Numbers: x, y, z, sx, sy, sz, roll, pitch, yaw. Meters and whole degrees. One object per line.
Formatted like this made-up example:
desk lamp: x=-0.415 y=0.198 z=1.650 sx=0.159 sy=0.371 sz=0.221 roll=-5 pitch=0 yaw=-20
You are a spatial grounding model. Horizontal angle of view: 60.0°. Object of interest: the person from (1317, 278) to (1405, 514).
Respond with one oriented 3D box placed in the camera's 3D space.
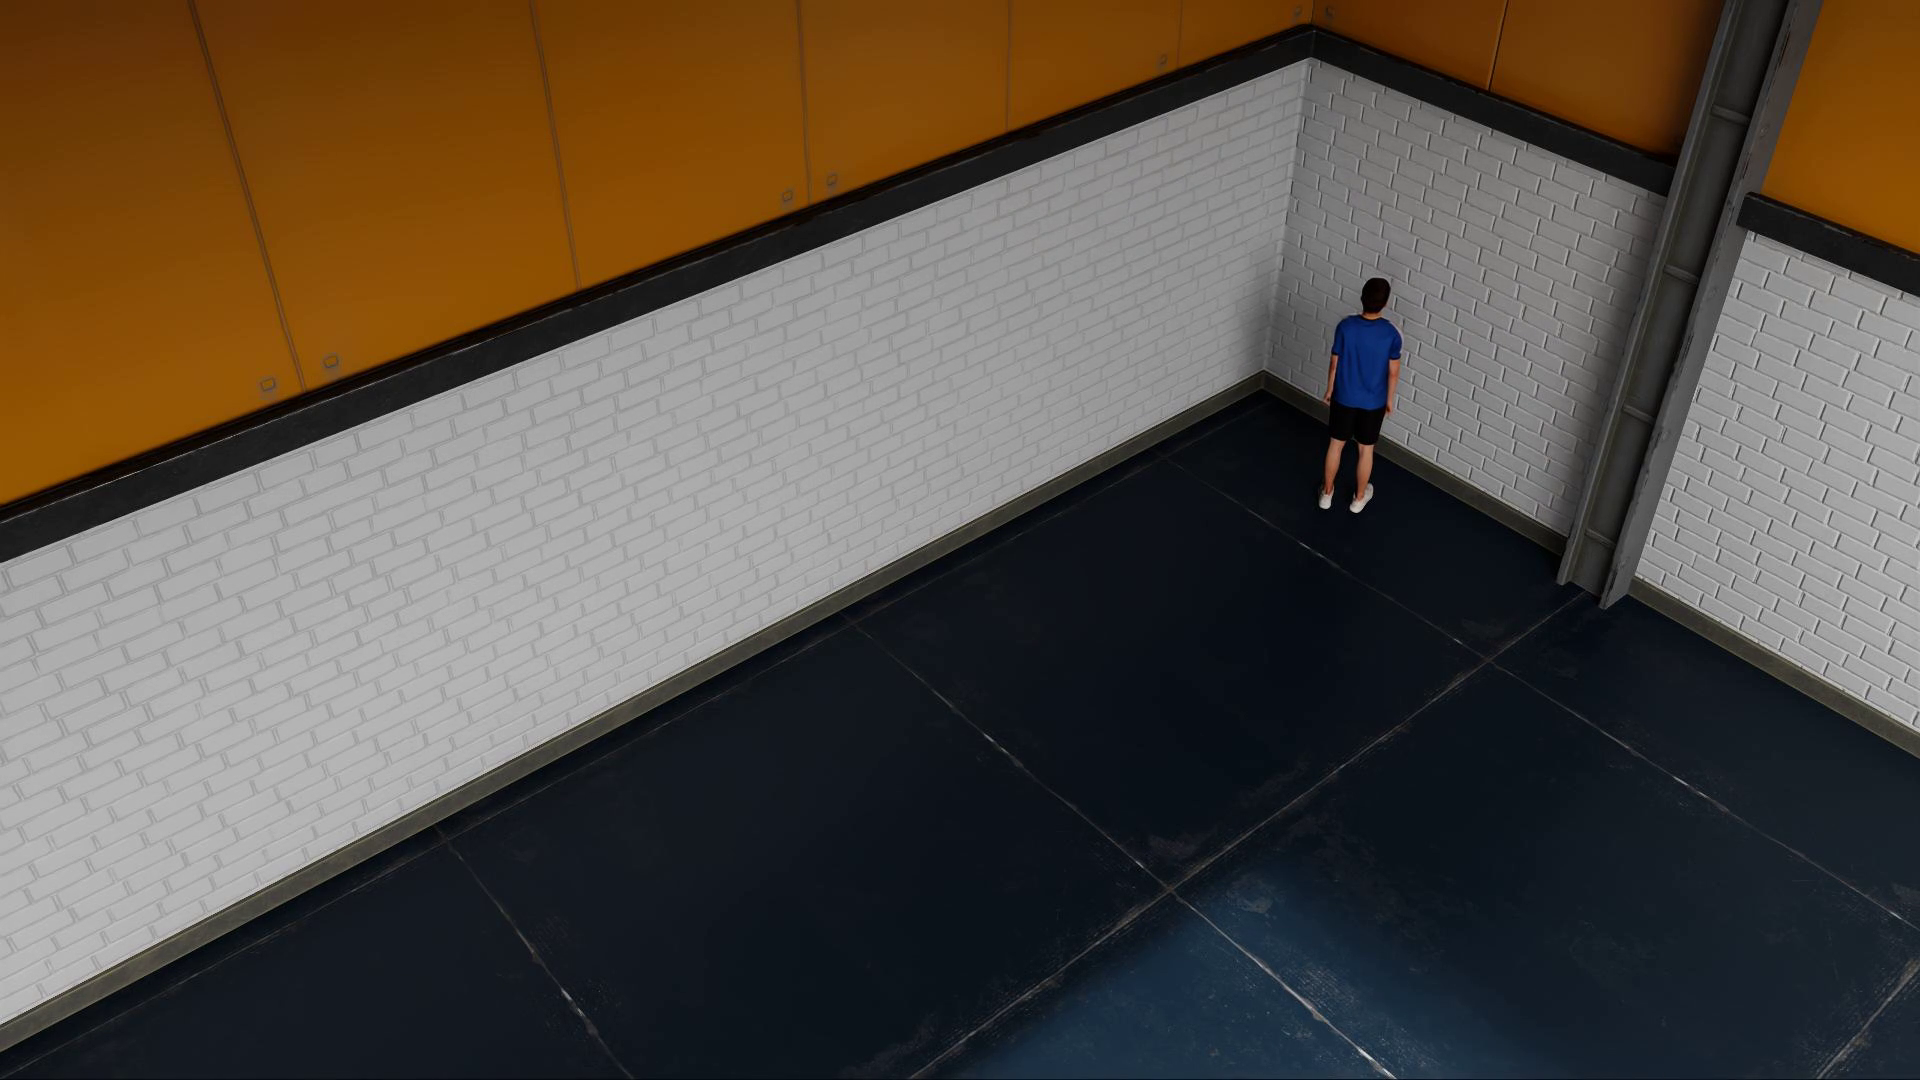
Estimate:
person: x=2.828 y=-1.027 z=11.791 sx=0.705 sy=1.866 sz=0.807 roll=11 pitch=40 yaw=13
